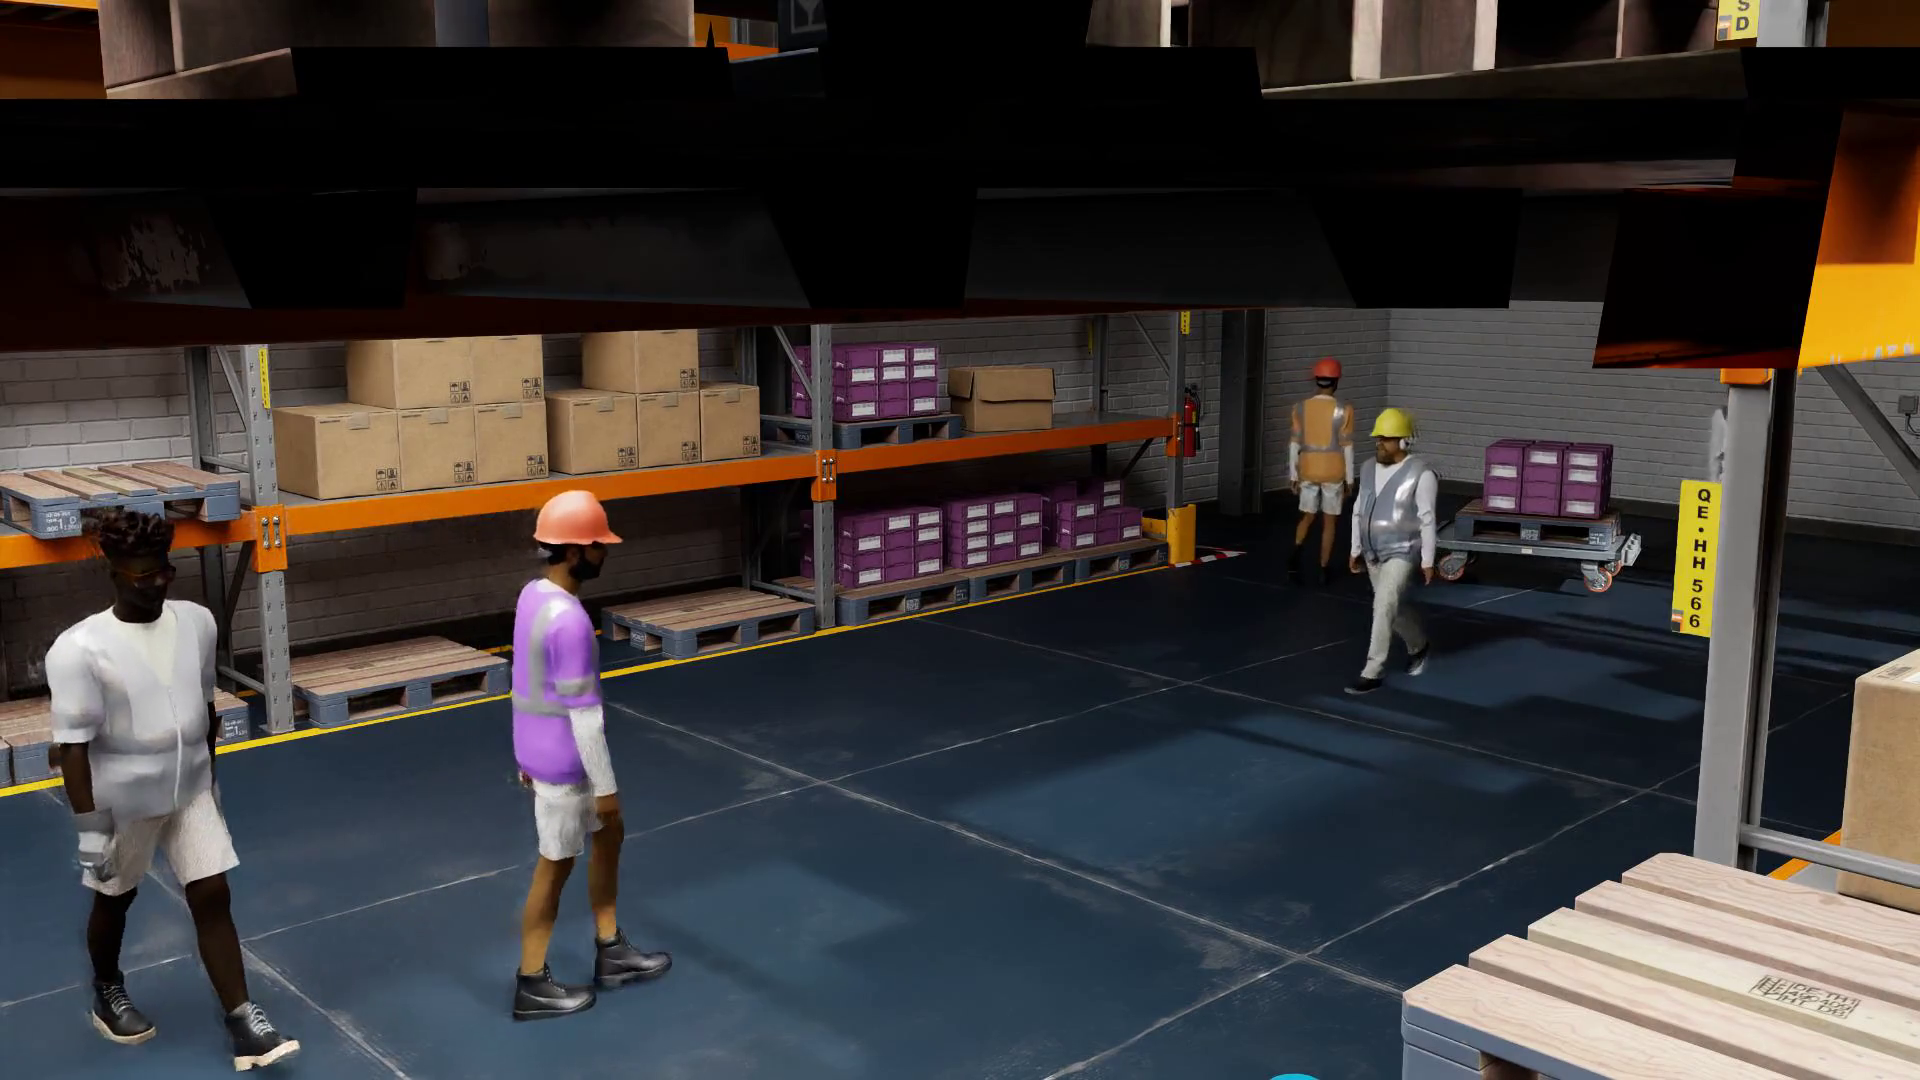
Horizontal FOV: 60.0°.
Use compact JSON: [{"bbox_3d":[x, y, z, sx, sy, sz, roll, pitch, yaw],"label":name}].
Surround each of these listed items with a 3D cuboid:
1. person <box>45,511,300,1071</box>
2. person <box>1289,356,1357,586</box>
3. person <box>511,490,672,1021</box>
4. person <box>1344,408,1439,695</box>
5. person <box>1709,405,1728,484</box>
[{"bbox_3d":[-2.692,0.845,5.569,1.023,1.906,0.627,6,11,32],"label":"person"},{"bbox_3d":[2.965,-0.546,13.694,0.555,1.923,0.553,7,12,34],"label":"person"},{"bbox_3d":[-1.311,0.769,5.994,0.762,1.911,0.582,-5,11,-25],"label":"person"},{"bbox_3d":[2.789,0.047,10.600,0.882,1.801,0.606,-6,11,-32],"label":"person"},{"bbox_3d":[6.250,-0.457,13.317,0.572,1.870,0.568,0,10,0],"label":"person"}]
